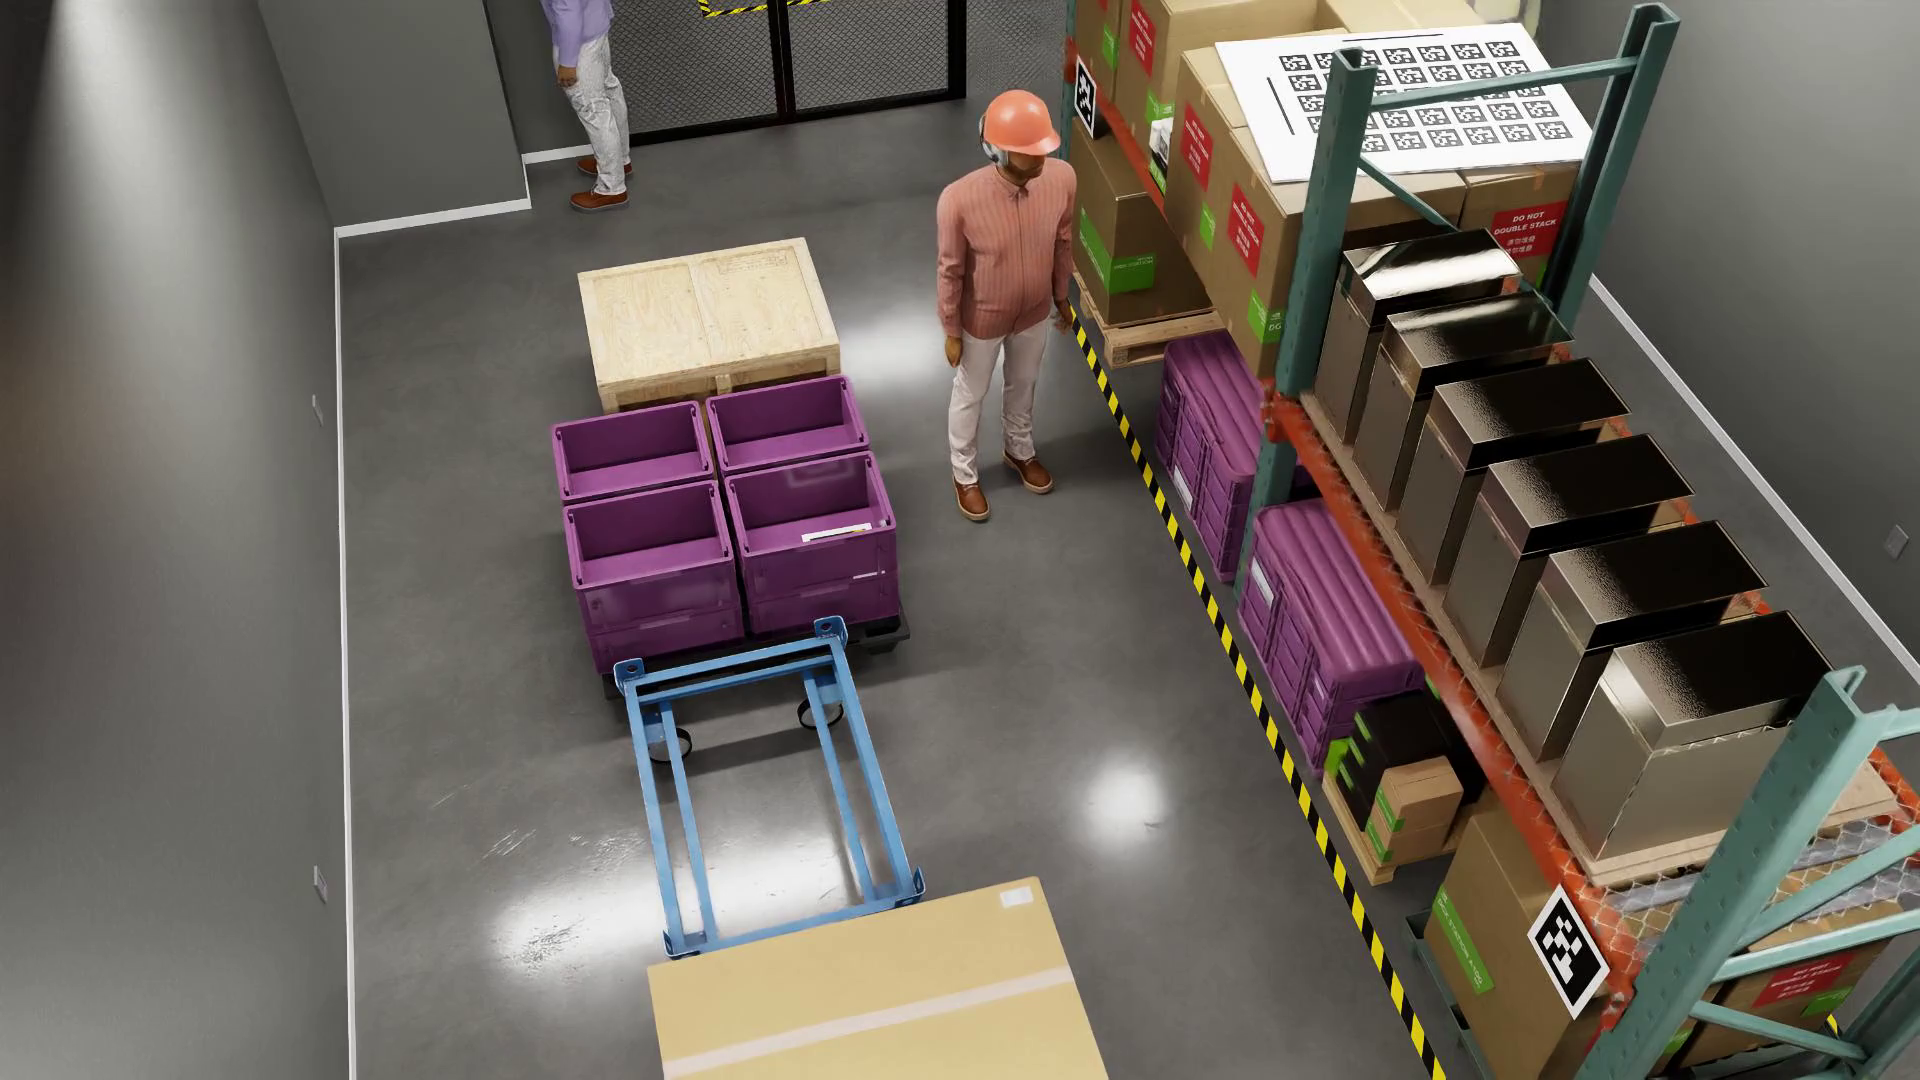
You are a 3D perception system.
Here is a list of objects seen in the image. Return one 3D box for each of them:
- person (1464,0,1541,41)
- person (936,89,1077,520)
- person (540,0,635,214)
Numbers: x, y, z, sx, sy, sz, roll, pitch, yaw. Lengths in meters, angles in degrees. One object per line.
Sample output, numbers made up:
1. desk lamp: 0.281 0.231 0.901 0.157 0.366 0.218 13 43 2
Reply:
1. person: 2.469 -2.532 8.299 0.631 1.799 0.785 -10 48 -9
2. person: 0.190 -0.928 6.700 0.610 1.997 0.376 -21 51 -18
3. person: -1.889 -2.519 8.200 0.362 1.939 0.636 0 47 0
